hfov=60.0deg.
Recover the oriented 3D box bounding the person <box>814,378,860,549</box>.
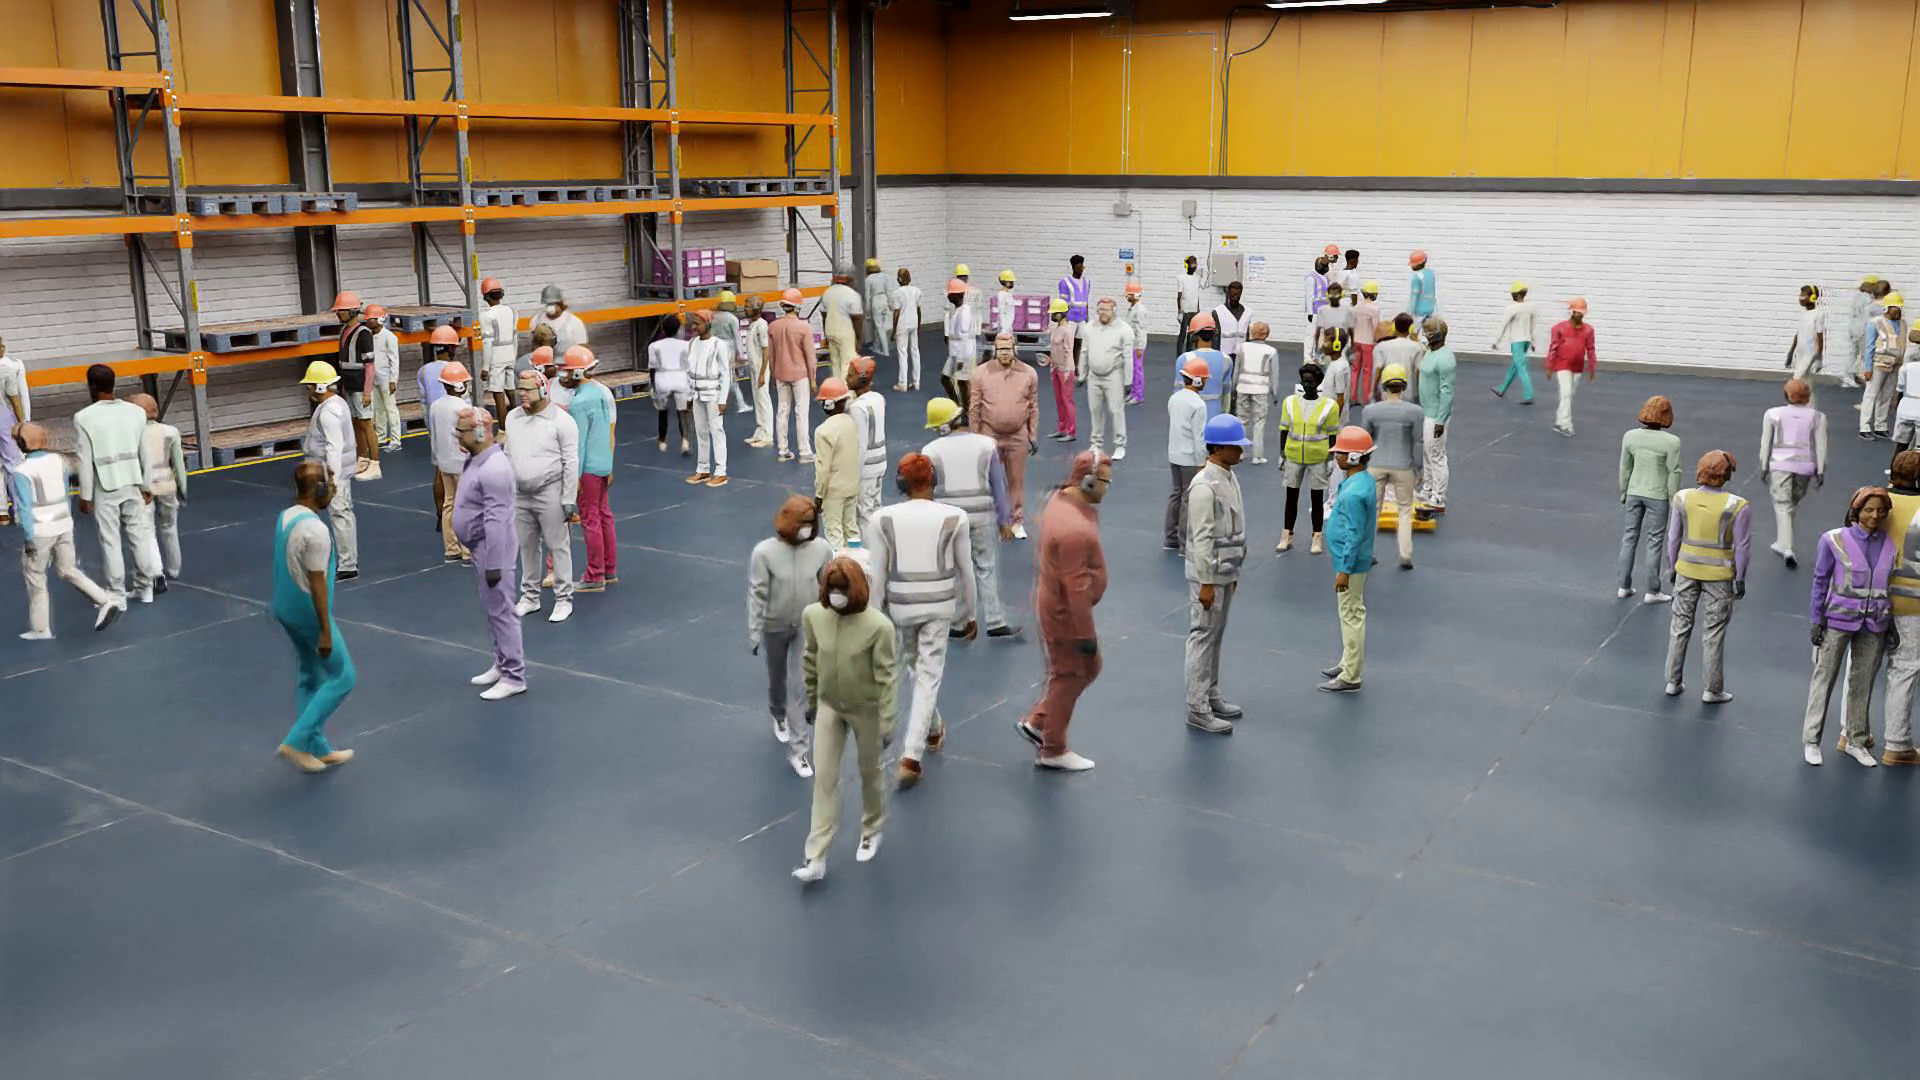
[{"bbox_3d":[-0.986,-0.421,13.255,0.322,1.753,0.562,8,15,30],"label":"person"}]

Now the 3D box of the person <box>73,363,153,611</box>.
[{"bbox_3d":[-6.530,-0.410,12.882,0.410,1.911,0.598,6,14,25],"label":"person"}]

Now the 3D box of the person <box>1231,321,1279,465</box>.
[{"bbox_3d":[3.345,-1.672,18.958,0.581,1.628,0.320,7,15,26],"label":"person"}]

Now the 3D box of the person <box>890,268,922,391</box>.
[{"bbox_3d":[-0.807,-3.142,24.878,0.506,1.840,0.343,-9,16,-33],"label":"person"}]

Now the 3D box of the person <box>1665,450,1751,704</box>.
[{"bbox_3d":[4.779,0.238,10.661,0.308,1.637,0.514,-12,17,-42],"label":"person"}]

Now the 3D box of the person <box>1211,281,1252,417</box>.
[{"bbox_3d":[3.459,-2.352,21.286,0.590,1.916,0.399,-6,14,-25],"label":"person"}]

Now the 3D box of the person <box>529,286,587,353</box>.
[{"bbox_3d":[-4.713,-1.958,19.300,0.709,2.000,0.976,2,13,7],"label":"person"}]

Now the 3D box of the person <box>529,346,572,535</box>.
[{"bbox_3d":[-3.814,-0.923,15.432,0.327,1.753,0.563,1,13,3],"label":"person"}]

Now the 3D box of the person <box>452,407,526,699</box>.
[{"bbox_3d":[-3.075,0.075,10.802,0.398,1.899,0.666,-5,14,-22],"label":"person"}]

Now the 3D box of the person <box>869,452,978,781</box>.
[{"bbox_3d":[-0.216,0.420,9.460,0.600,1.835,0.960,2,13,8],"label":"person"}]

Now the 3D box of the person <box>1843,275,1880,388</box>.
[{"bbox_3d":[13.640,-3.144,25.136,0.358,1.717,0.517,1,13,2],"label":"person"}]

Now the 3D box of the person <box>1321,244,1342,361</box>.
[{"bbox_3d":[6.326,-4.080,28.602,0.397,1.992,0.622,-1,13,-6],"label":"person"}]

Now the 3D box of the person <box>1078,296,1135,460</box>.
[{"bbox_3d":[1.683,-1.874,19.258,0.658,1.900,0.398,9,16,35],"label":"person"}]

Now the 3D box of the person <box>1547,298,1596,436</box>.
[{"bbox_3d":[7.717,-2.165,20.872,0.584,1.719,0.790,-2,13,-10],"label":"person"}]

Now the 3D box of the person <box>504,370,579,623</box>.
[{"bbox_3d":[-3.180,-0.331,12.533,0.640,1.910,0.407,5,14,20],"label":"person"}]

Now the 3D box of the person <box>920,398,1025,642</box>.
[{"bbox_3d":[0.087,-0.142,12.015,0.788,1.782,0.404,-2,13,-8],"label":"person"}]

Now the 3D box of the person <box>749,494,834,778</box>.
[{"bbox_3d":[-0.985,0.491,9.661,0.511,1.594,0.839,-4,13,-16],"label":"person"}]

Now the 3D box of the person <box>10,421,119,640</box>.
[{"bbox_3d":[-6.514,-0.064,12.014,0.636,1.614,0.539,3,13,11],"label":"person"}]

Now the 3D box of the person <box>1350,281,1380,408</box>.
[{"bbox_3d":[5.684,-2.735,23.269,0.328,1.769,0.526,-7,15,-26],"label":"person"}]

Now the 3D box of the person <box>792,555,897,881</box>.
[{"bbox_3d":[-0.570,0.865,8.018,0.523,1.594,0.801,4,14,18],"label":"person"}]

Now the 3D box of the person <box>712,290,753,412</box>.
[{"bbox_3d":[-3.170,-2.523,22.515,0.496,1.696,0.913,12,18,42],"label":"person"}]

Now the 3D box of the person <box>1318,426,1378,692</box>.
[{"bbox_3d":[2.547,0.121,10.908,0.324,1.752,0.561,4,14,16],"label":"person"}]

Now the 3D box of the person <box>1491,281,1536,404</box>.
[{"bbox_3d":[7.914,-2.817,23.731,0.542,1.710,0.907,-7,15,-29],"label":"person"}]

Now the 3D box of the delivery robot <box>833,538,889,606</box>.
[{"bbox_3d":[-0.813,0.232,12.851,0.477,0.478,0.707,-8,15,-31],"label":"delivery robot"}]

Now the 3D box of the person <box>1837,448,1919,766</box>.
[{"bbox_3d":[5.410,0.377,9.609,0.429,1.841,0.633,-7,15,-26],"label":"person"}]

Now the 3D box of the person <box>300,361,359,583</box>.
[{"bbox_3d":[-5.170,-0.559,13.686,0.403,1.832,0.594,-3,13,-14],"label":"person"}]

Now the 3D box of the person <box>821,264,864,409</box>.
[{"bbox_3d":[-1.628,-2.872,23.264,0.760,2.000,0.603,12,18,42],"label":"person"}]

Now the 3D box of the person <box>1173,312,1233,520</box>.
[{"bbox_3d":[2.263,-1.127,15.727,0.614,2.030,0.409,-6,14,-25],"label":"person"}]

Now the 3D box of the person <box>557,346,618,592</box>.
[{"bbox_3d":[-3.004,-0.573,13.415,0.407,1.987,0.615,2,13,9],"label":"person"}]

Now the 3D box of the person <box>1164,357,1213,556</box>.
[{"bbox_3d":[2.036,-0.737,14.660,0.354,1.742,0.564,-4,14,-19],"label":"person"}]

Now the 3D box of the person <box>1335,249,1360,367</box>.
[{"bbox_3d":[6.470,-3.883,27.842,0.386,1.956,0.604,-4,14,-17],"label":"person"}]

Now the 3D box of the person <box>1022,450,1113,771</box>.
[{"bbox_3d":[0.640,0.416,9.362,0.422,1.874,0.679,0,13,0],"label":"person"}]

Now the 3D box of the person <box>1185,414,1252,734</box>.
[{"bbox_3d":[1.563,0.193,10.172,0.387,1.948,0.602,5,14,21],"label":"person"}]

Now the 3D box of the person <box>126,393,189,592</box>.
[{"bbox_3d":[-6.550,-0.400,13.508,0.521,1.601,0.775,-9,16,-35],"label":"person"}]

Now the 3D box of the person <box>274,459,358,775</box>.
[{"bbox_3d":[-3.665,0.462,9.308,0.556,1.808,0.522,13,18,43],"label":"person"}]

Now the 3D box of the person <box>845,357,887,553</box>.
[{"bbox_3d":[-0.781,-0.544,13.516,0.356,1.882,0.572,3,13,14],"label":"person"}]

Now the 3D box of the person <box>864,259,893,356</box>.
[{"bbox_3d":[-1.505,-4.125,29.457,0.539,1.683,0.808,-12,18,-42],"label":"person"}]
